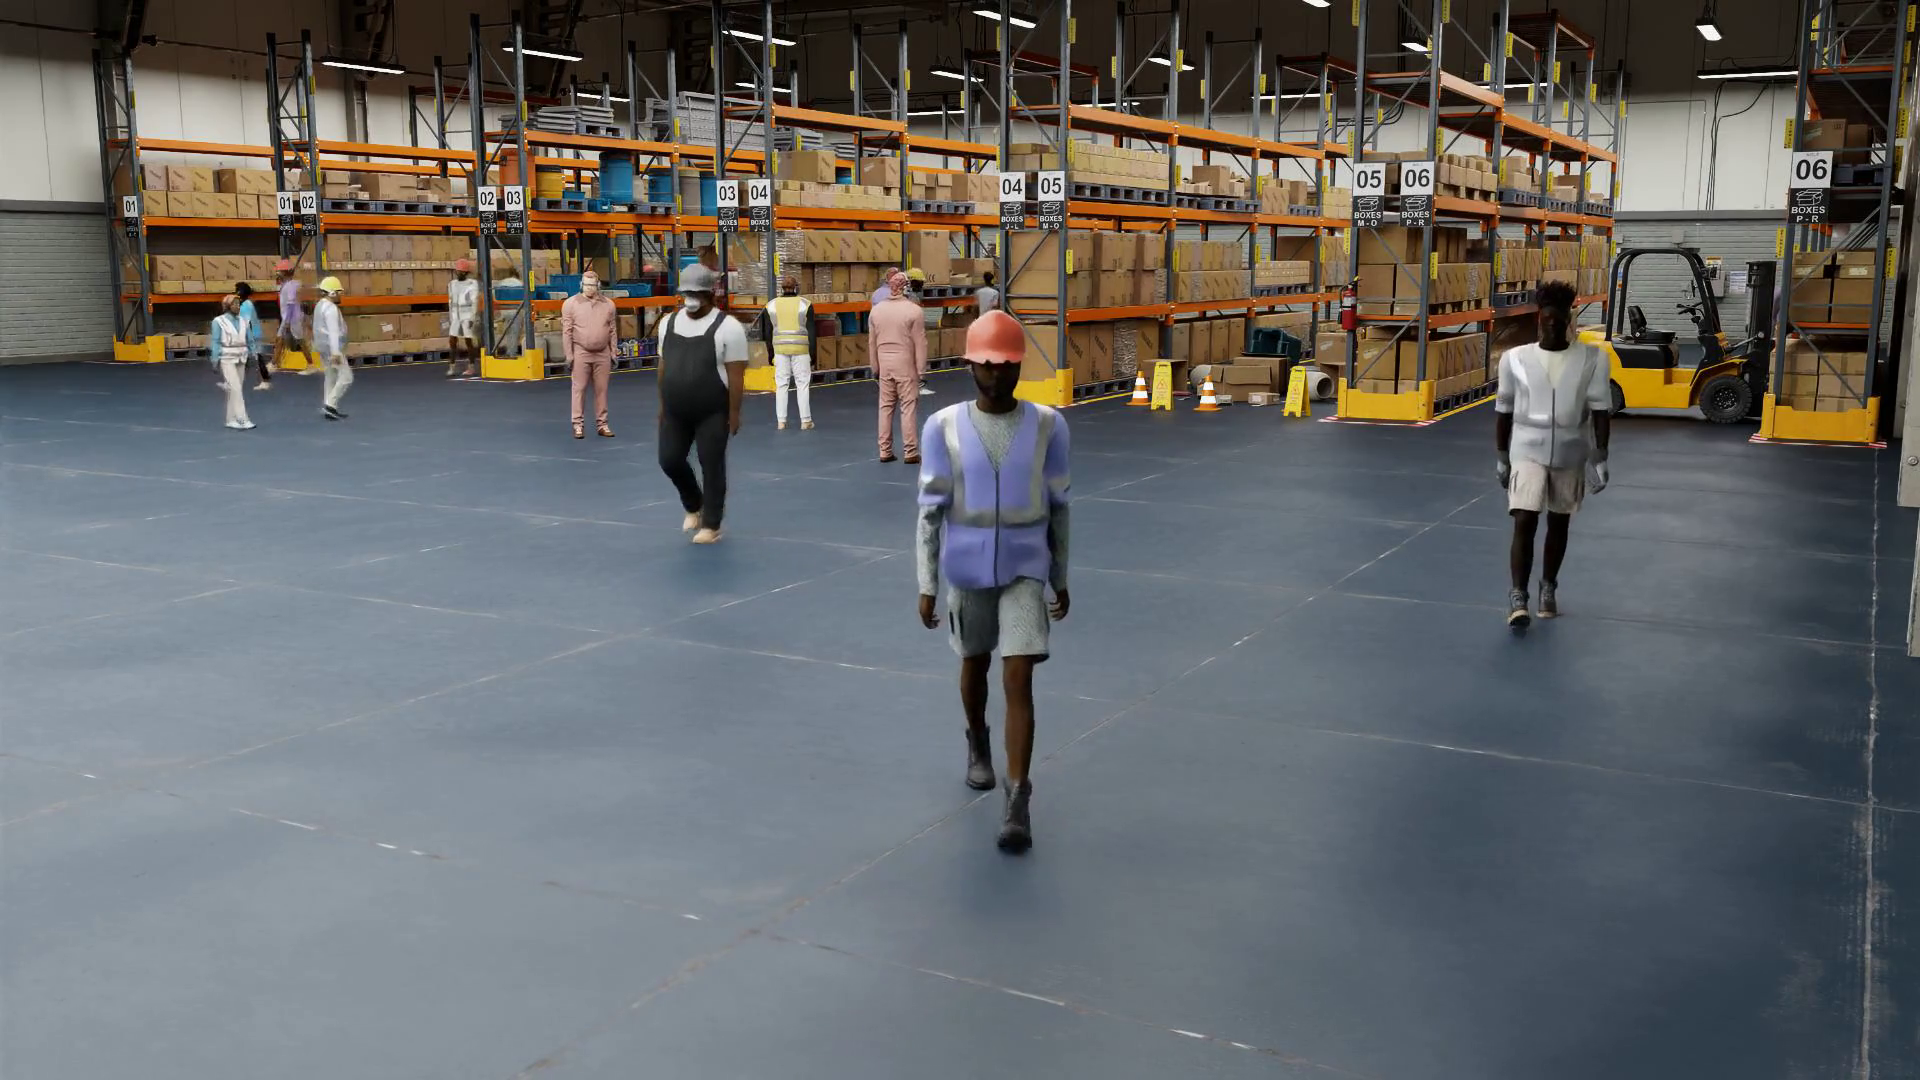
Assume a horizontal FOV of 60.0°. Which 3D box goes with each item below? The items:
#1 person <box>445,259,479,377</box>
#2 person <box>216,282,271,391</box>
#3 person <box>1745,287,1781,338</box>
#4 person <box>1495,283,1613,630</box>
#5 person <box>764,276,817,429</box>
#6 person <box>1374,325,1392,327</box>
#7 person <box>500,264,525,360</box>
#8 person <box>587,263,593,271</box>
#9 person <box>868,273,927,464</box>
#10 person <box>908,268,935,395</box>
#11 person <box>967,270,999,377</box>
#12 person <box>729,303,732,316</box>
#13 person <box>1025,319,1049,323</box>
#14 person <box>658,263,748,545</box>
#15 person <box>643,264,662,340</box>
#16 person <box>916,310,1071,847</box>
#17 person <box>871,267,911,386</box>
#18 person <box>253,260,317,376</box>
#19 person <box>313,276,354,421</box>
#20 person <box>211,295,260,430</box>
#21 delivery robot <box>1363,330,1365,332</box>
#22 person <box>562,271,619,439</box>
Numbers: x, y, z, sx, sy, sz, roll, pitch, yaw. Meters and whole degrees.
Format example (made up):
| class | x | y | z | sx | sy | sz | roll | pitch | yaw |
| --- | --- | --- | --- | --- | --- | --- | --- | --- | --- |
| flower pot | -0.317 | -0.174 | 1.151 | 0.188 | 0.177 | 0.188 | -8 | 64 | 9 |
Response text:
| class | x | y | z | sx | sy | sz | roll | pitch | yaw |
| --- | --- | --- | --- | --- | --- | --- | --- | --- | --- |
| person | -8.556 | -3.809 | 28.600 | 0.628 | 2.012 | 0.656 | 3 | 10 | 17 |
| person | -11.031 | -3.106 | 25.501 | 0.818 | 1.659 | 0.556 | -3 | 10 | -17 |
| person | 13.806 | -3.723 | 28.521 | 0.595 | 1.894 | 0.922 | 6 | 11 | 30 |
| person | 3.293 | -0.453 | 9.258 | 0.615 | 1.910 | 0.986 | 3 | 10 | 15 |
| person | -2.015 | -2.240 | 19.948 | 0.620 | 1.842 | 0.429 | 1 | 10 | 6 |
| person | 8.128 | -4.318 | 31.796 | 0.430 | 1.953 | 0.703 | -3 | 10 | -17 |
| person | -8.341 | -4.236 | 31.378 | 0.660 | 1.921 | 0.541 | 7 | 12 | 36 |
| person | -8.952 | -5.734 | 40.226 | 0.542 | 1.911 | 0.918 | 8 | 12 | 39 |
| person | -0.594 | -1.717 | 16.684 | 0.644 | 1.907 | 0.400 | 6 | 11 | 31 |
| person | -0.779 | -3.116 | 24.890 | 0.738 | 1.902 | 0.597 | 0 | 10 | -2 |
| person | 0.439 | -3.724 | 28.640 | 0.527 | 1.841 | 0.864 | 7 | 12 | 36 |
| person | -5.589 | -5.473 | 38.881 | 0.589 | 1.844 | 0.964 | 4 | 10 | 22 |
| person | 1.483 | -4.125 | 31.088 | 0.625 | 1.821 | 0.774 | 9 | 13 | 41 |
| person | -1.892 | -0.982 | 11.988 | 0.706 | 2.000 | 0.536 | 3 | 10 | 18 |
| person | -6.736 | -4.999 | 35.931 | 0.556 | 1.904 | 0.941 | 4 | 10 | 21 |
| person | 0.125 | 0.096 | 6.146 | 0.564 | 1.889 | 1.007 | 0 | 10 | 1 |
| person | -0.957 | -3.002 | 24.207 | 0.642 | 1.908 | 0.410 | 4 | 10 | 22 |
| person | -11.611 | -3.790 | 28.554 | 1.049 | 1.990 | 0.636 | -7 | 12 | -35 |
| person | -7.876 | -2.391 | 20.887 | 0.426 | 1.814 | 0.620 | -7 | 12 | -34 |
| person | -8.587 | -2.107 | 19.842 | 0.771 | 1.607 | 0.542 | 4 | 11 | 25 |
| delivery robot | 8.948 | -4.683 | 37.725 | 0.707 | 0.478 | 0.477 | 0 | 10 | 1 |
| person | -4.206 | -2.111 | 19.016 | 0.643 | 1.901 | 0.400 | -6 | 11 | -30 |
